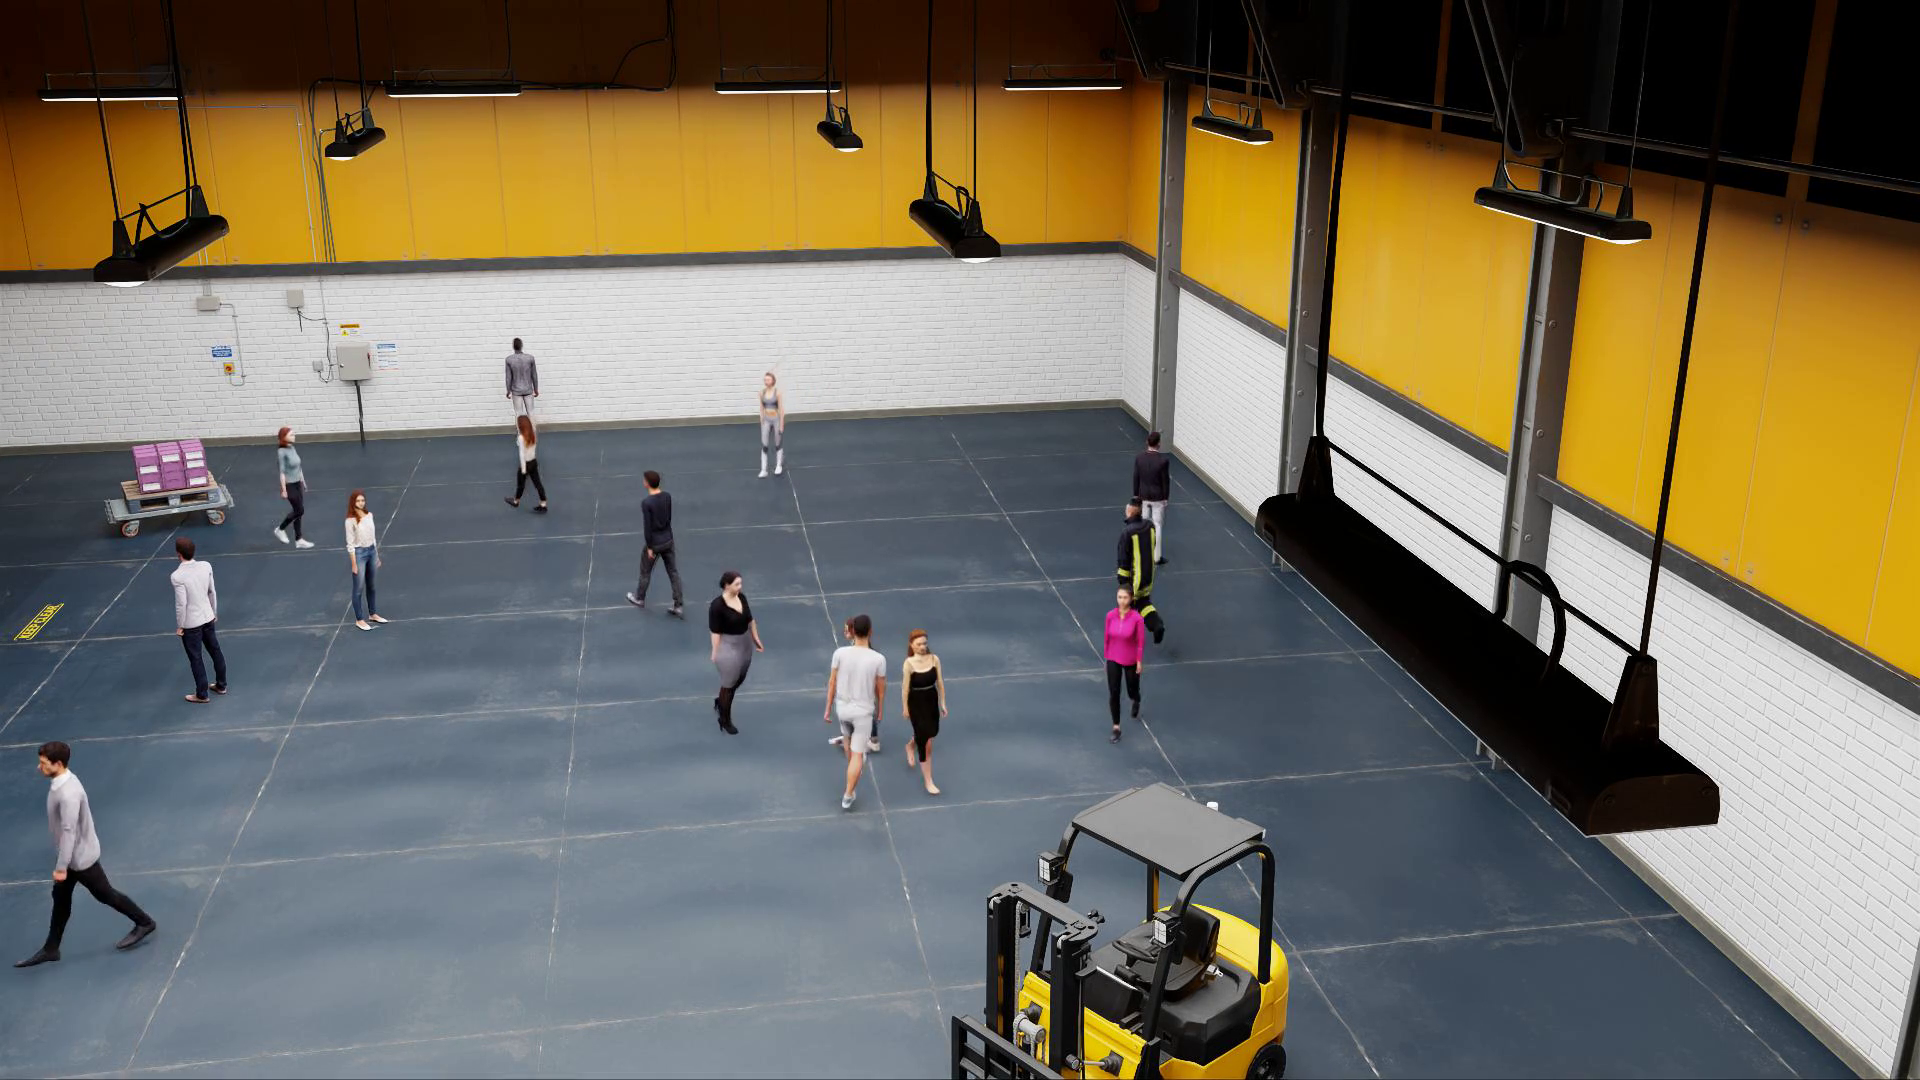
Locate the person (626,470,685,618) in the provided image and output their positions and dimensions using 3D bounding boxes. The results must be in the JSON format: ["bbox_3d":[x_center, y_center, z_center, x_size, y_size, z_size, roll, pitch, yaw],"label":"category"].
[{"bbox_3d":[-3.626,0.080,20.473,1.205,1.829,1.067,17,25,42],"label":"person"}]

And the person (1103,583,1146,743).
[{"bbox_3d":[1.718,1.240,17.258,0.850,1.682,0.992,7,20,20],"label":"person"}]

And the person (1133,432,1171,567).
[{"bbox_3d":[2.568,-0.559,22.348,0.734,1.844,0.769,10,21,27],"label":"person"}]

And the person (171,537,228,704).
[{"bbox_3d":[-8.321,0.857,18.133,0.828,1.851,0.718,8,20,23],"label":"person"}]

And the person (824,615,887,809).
[{"bbox_3d":[-1.014,1.674,15.791,1.037,1.796,1.268,3,19,10],"label":"person"}]

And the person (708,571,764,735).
[{"bbox_3d":[-2.452,1.145,17.460,0.988,1.733,0.933,14,23,36],"label":"person"}]

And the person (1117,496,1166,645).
[{"bbox_3d":[2.131,0.387,19.535,0.965,1.845,1.057,-15,23,-37],"label":"person"}]

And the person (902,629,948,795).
[{"bbox_3d":[-0.389,1.615,16.282,0.798,1.594,1.108,-10,21,-28],"label":"person"}]

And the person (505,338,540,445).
[{"bbox_3d":[-7.416,-2.517,28.169,0.741,1.839,0.632,-7,20,-21],"label":"person"}]

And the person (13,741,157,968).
[{"bbox_3d":[-6.931,2.479,13.282,1.236,1.871,1.340,-15,24,-38],"label":"person"}]

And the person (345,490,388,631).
[{"bbox_3d":[-7.266,0.213,20.237,0.706,1.727,0.631,11,21,29],"label":"person"}]

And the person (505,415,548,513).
[{"bbox_3d":[-6.314,-1.099,24.577,0.967,1.444,0.988,8,20,23],"label":"person"}]

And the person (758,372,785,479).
[{"bbox_3d":[-2.943,-1.850,26.448,0.778,1.674,0.999,3,19,8],"label":"person"}]

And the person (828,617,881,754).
[{"bbox_3d":[-0.942,1.483,16.883,0.664,1.460,0.716,-1,19,-4],"label":"person"}]

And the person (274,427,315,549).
[{"bbox_3d":[-9.292,-0.712,22.979,0.727,1.732,0.748,1,19,3],"label":"person"}]
